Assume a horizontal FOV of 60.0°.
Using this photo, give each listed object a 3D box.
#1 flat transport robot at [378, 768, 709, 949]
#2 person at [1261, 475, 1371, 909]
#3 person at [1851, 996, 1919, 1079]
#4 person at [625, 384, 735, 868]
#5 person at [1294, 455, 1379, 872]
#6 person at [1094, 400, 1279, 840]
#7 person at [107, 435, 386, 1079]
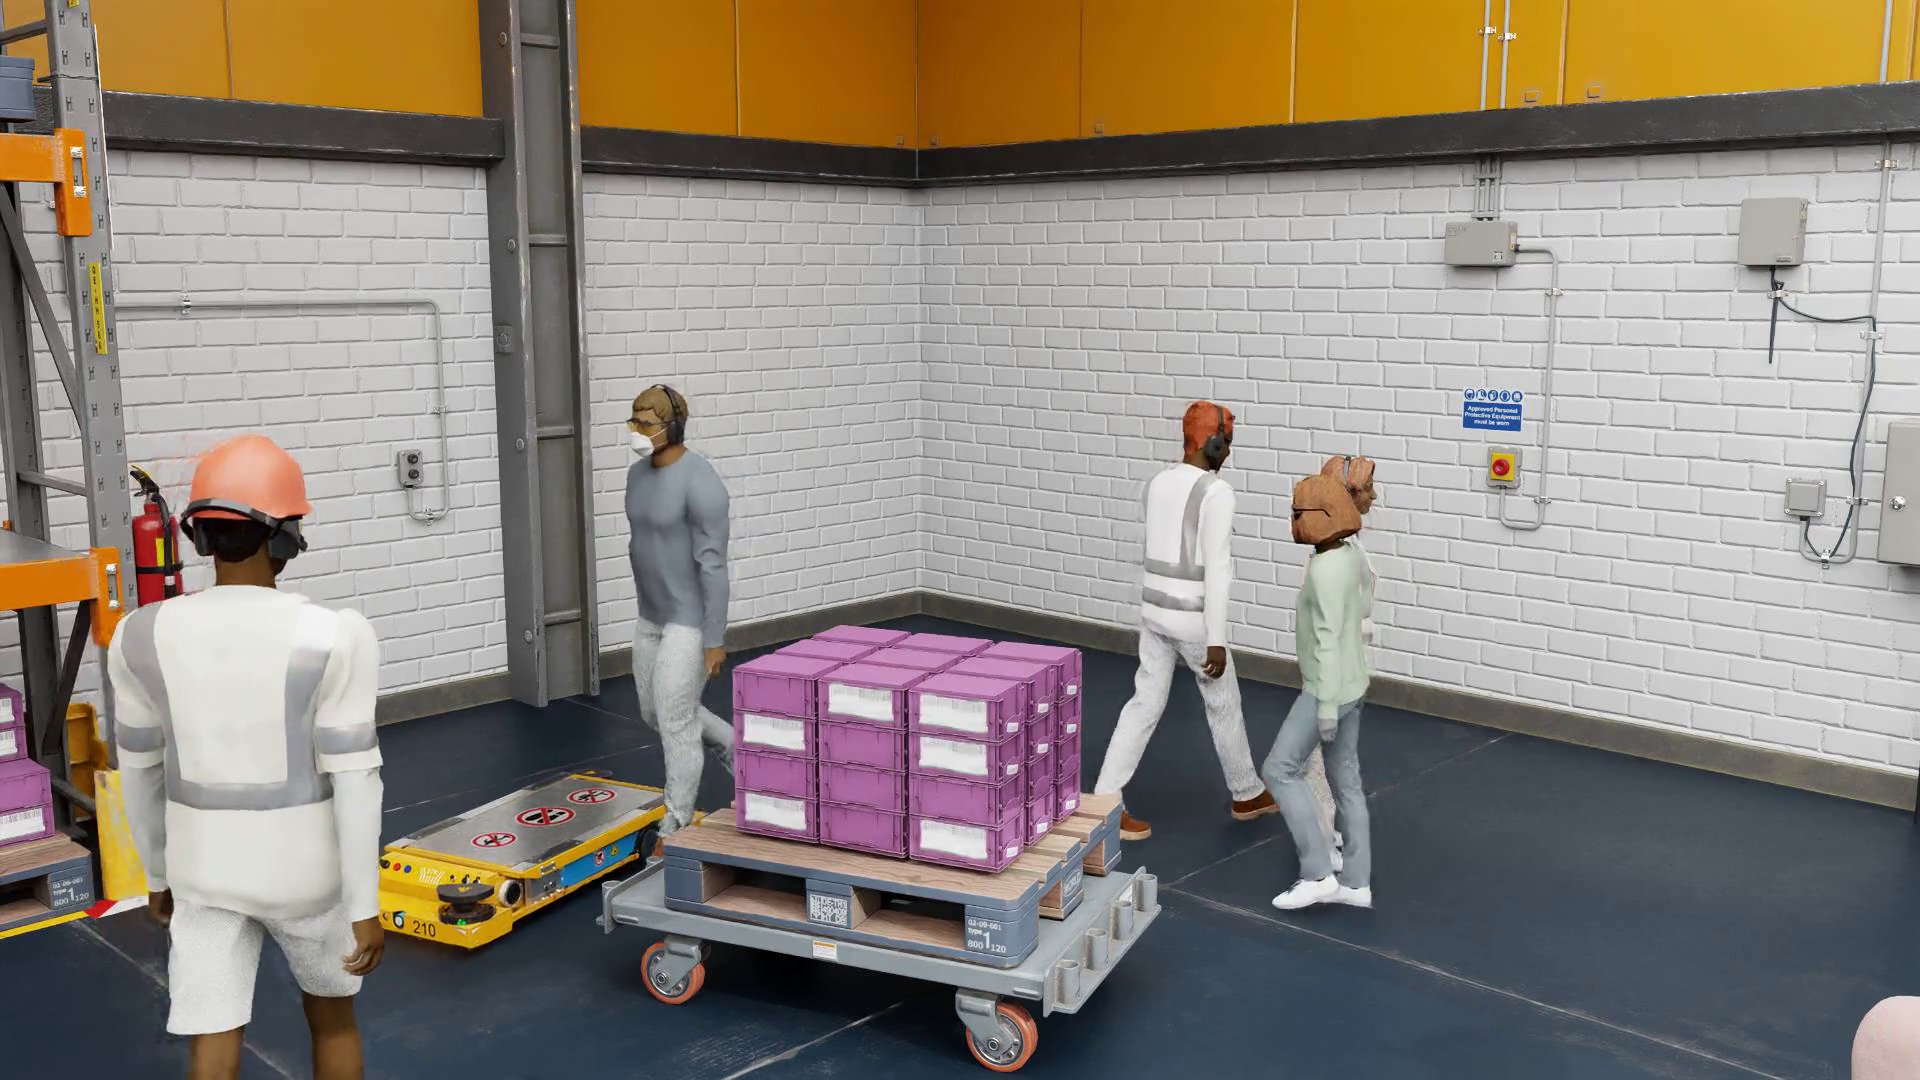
[{"bbox_3d":[-1.651,1.187,6.447,0.652,0.197,1.431,5,10,26],"label":"flat transport robot"},{"bbox_3d":[1.325,0.571,6.095,0.468,1.621,0.502,4,10,24],"label":"person"},{"bbox_3d":[1.420,1.135,2.181,0.533,1.772,0.298,4,10,21],"label":"person"},{"bbox_3d":[-1.067,0.321,6.716,0.703,1.923,0.638,-8,12,-40],"label":"person"},{"bbox_3d":[1.490,0.478,6.610,0.311,1.638,0.523,1,9,9],"label":"person"},{"bbox_3d":[0.942,0.334,6.922,1.016,1.830,0.614,-6,11,-31],"label":"person"},{"bbox_3d":[-1.629,0.755,3.856,0.627,1.992,1.042,0,9,-2],"label":"person"}]
